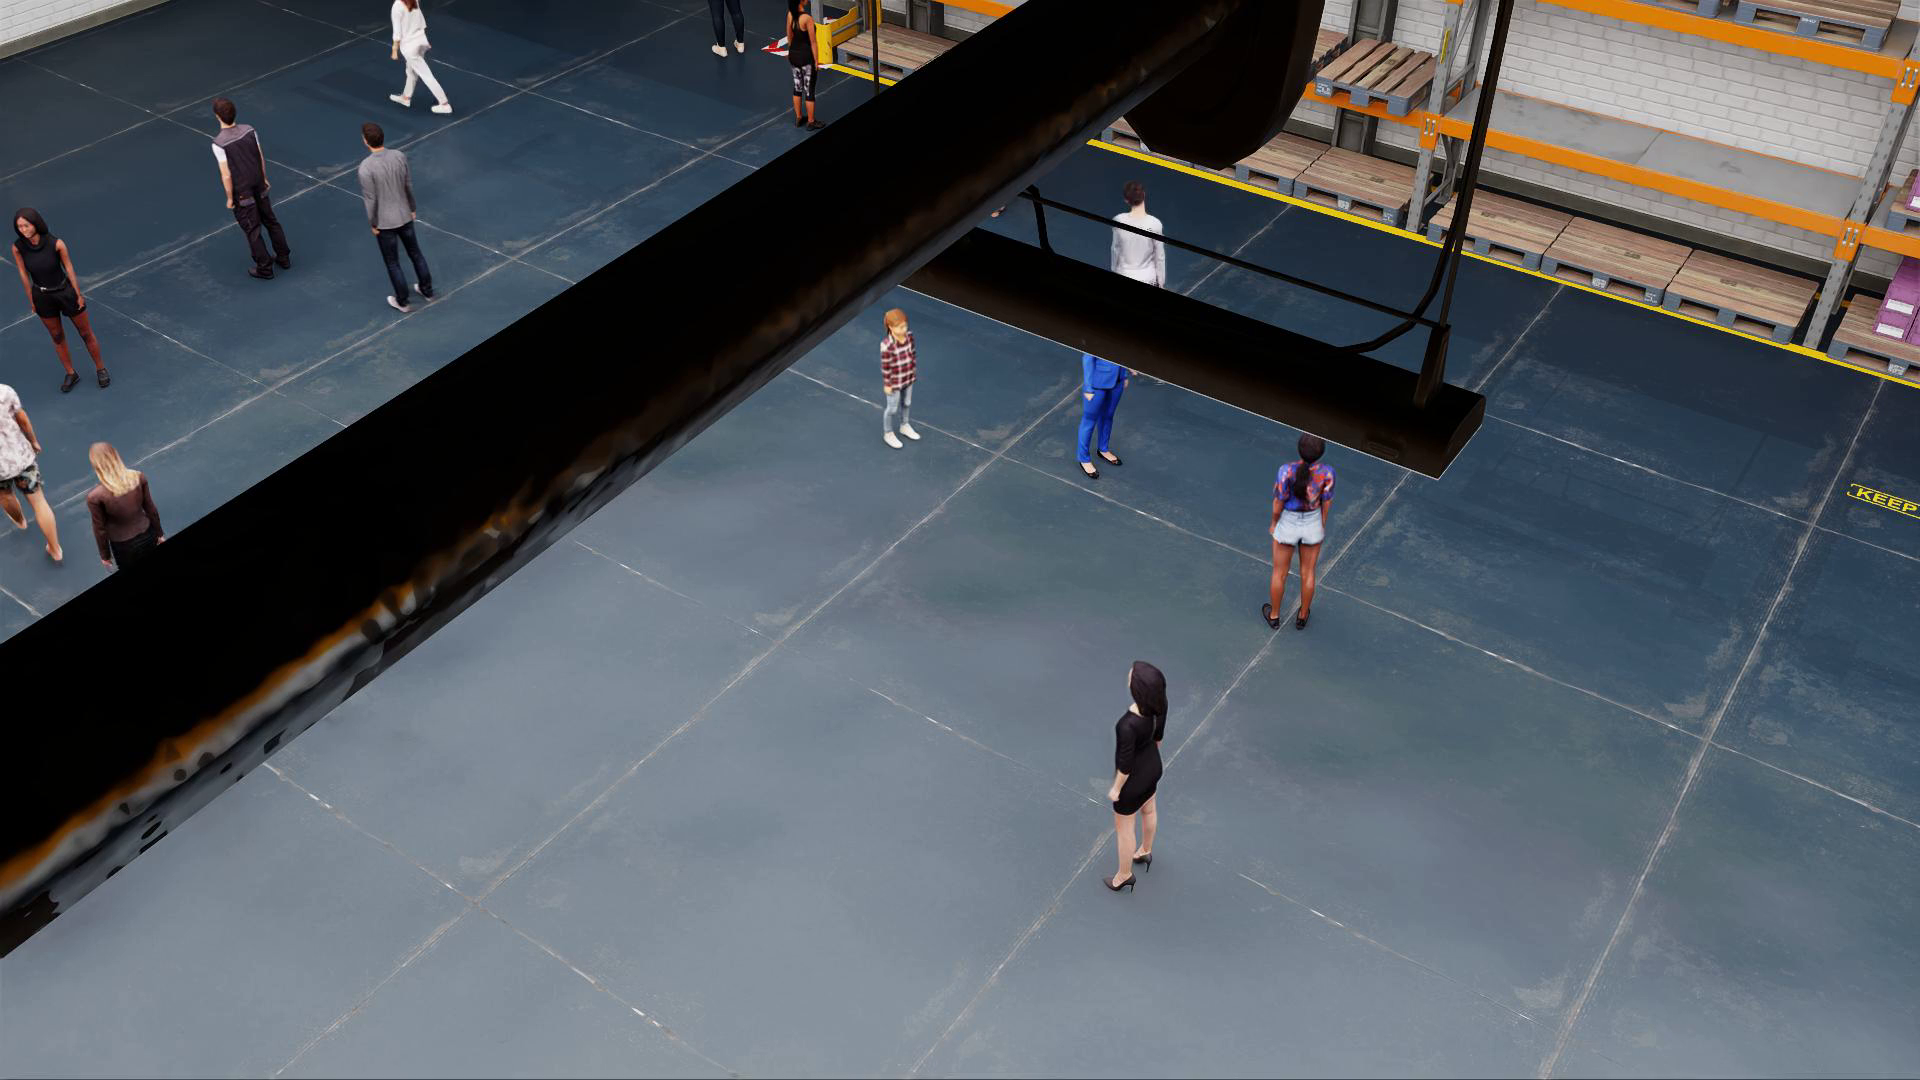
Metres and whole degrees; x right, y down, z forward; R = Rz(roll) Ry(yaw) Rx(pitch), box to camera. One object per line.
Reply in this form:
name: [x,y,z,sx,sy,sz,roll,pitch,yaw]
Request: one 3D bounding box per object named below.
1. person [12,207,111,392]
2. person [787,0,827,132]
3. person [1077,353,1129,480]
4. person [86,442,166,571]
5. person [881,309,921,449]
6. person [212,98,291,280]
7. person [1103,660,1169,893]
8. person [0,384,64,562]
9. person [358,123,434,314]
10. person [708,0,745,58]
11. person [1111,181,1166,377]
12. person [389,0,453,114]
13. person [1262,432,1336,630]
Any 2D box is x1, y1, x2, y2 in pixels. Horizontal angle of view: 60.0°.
person: [-7.984,-2.133,14.709,0.668,1.741,0.711,-9,40,-11]
person: [-1.796,-5.520,19.015,0.476,1.660,0.655,29,47,31]
person: [1.176,-1.320,13.724,0.673,1.700,0.633,-27,46,-30]
person: [-5.918,0.060,12.008,1.012,1.684,0.674,20,43,23]
person: [-0.528,-1.402,14.143,0.561,1.304,0.551,-32,48,-33]
person: [-6.961,-3.443,16.264,0.568,1.848,0.654,22,43,25]
person: [1.081,1.453,10.167,0.507,1.804,0.618,29,47,31]
person: [-7.294,-0.596,12.760,0.898,1.772,1.194,-27,46,-29]
person: [-5.375,-3.058,15.763,0.592,1.870,0.676,26,45,29]
person: [-2.950,-6.942,20.677,0.738,1.808,0.744,-20,43,-23]
person: [1.606,-2.302,14.860,0.752,1.817,0.874,17,42,20]
person: [-6.264,-5.708,19.261,1.142,1.646,0.865,10,40,12]
person: [2.469,-0.078,12.135,0.619,1.742,0.727,2,39,3]
